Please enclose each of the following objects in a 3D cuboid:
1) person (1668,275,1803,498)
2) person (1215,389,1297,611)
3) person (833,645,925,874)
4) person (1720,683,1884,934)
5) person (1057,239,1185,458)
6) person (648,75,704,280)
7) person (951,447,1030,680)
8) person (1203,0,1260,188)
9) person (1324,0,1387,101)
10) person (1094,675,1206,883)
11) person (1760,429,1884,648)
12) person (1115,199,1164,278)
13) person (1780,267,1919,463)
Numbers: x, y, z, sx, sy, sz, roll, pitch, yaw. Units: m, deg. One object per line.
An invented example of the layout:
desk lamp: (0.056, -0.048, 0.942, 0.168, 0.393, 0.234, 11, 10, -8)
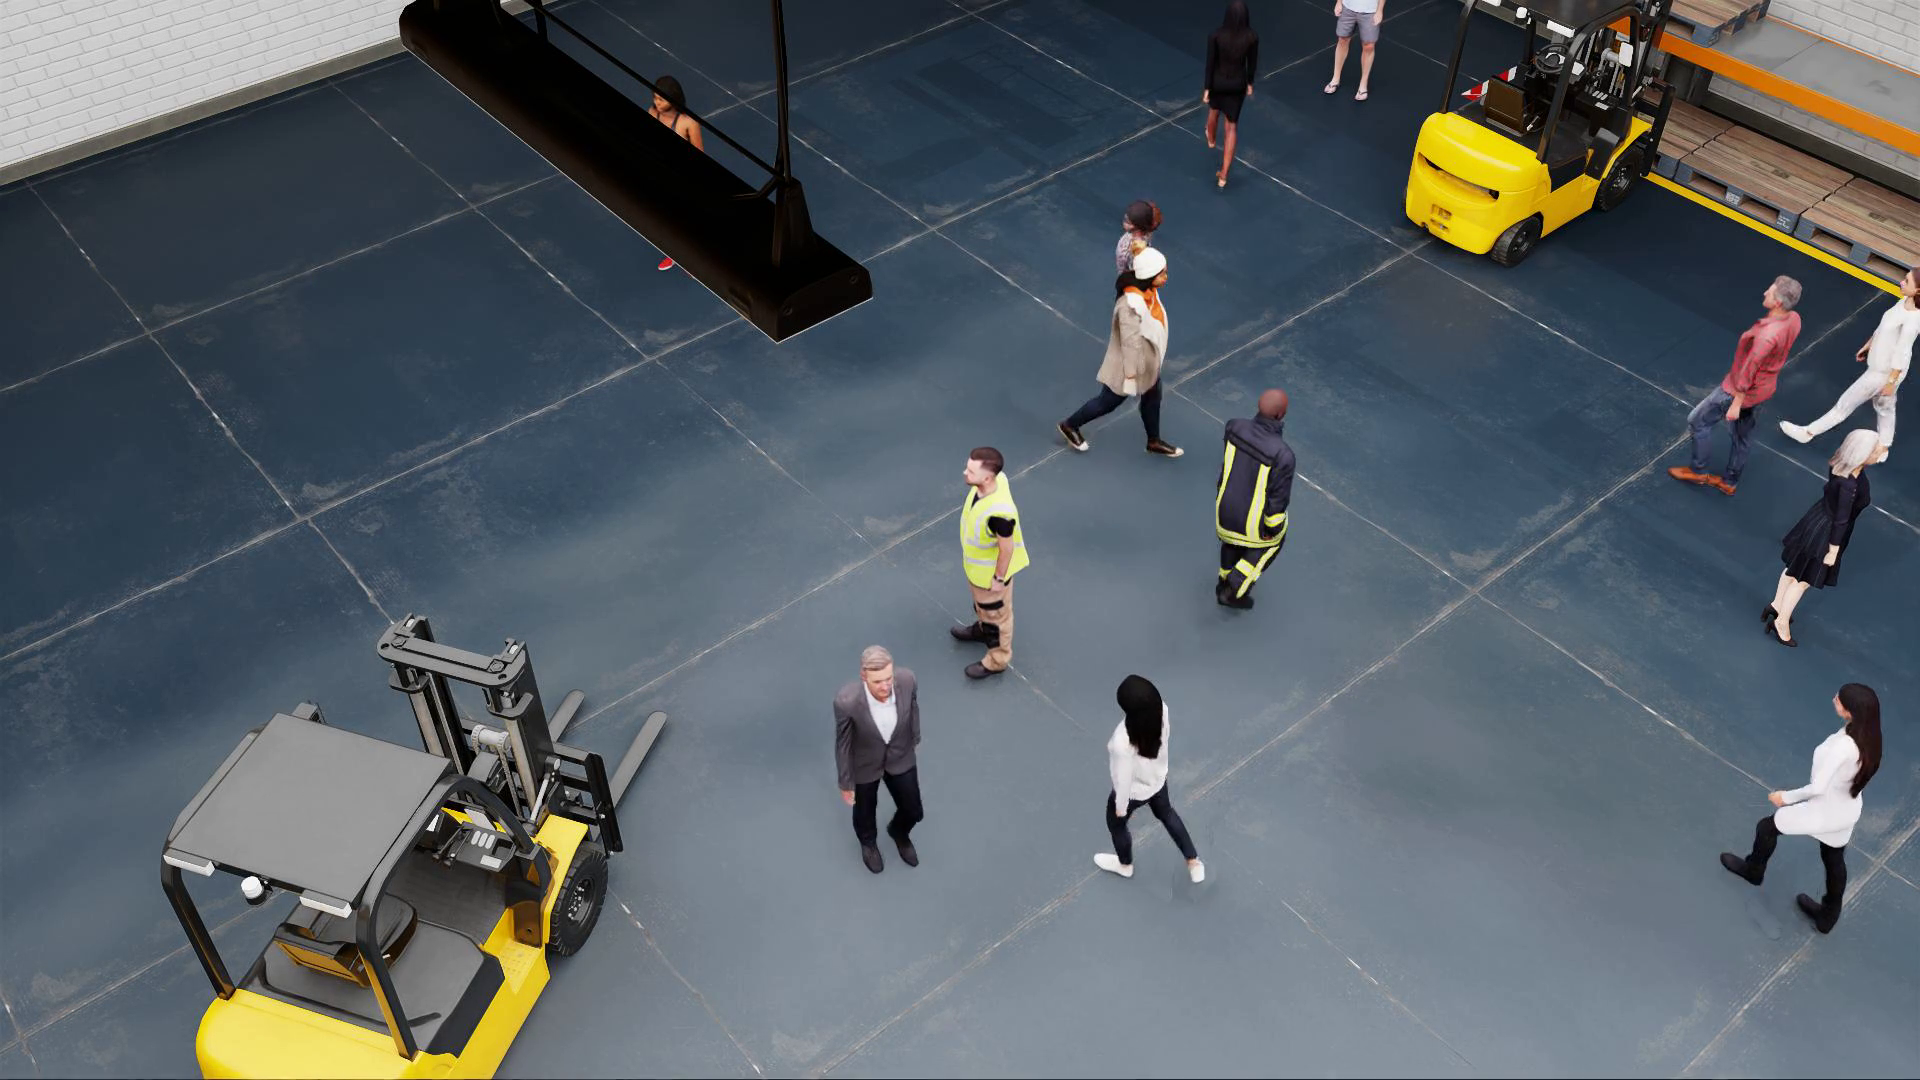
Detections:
person: (5.672, -1.030, 11.818, 0.715, 1.817, 0.682, -29, 51, -27)
person: (1.870, -0.215, 10.967, 0.819, 1.811, 0.743, -34, 53, -30)
person: (-0.497, 1.194, 9.480, 0.804, 1.823, 0.771, -16, 46, -16)
person: (4.799, 1.560, 9.147, 0.679, 1.752, 0.935, -21, 47, -20)
person: (1.151, -1.361, 12.137, 1.319, 1.856, 1.118, 14, 45, 15)
person: (-2.365, -3.065, 13.955, 0.705, 1.816, 0.819, 16, 46, 17)
person: (0.180, 0.118, 10.593, 0.896, 1.845, 0.810, -7, 44, -7)
person: (2.438, -4.034, 15.082, 1.153, 1.665, 1.255, 1, 44, 1)
person: (3.919, -5.202, 16.189, 0.617, 1.828, 0.765, 20, 47, 20)
person: (1.065, 1.403, 9.367, 0.739, 1.677, 0.910, -34, 53, -30)
person: (5.617, -0.028, 10.817, 0.730, 1.747, 0.696, 11, 45, 12)
person: (1.357, -1.885, 12.798, 0.776, 1.703, 0.717, 10, 44, 10)
person: (6.852, -1.237, 12.158, 1.120, 1.648, 0.901, 17, 46, 17)
